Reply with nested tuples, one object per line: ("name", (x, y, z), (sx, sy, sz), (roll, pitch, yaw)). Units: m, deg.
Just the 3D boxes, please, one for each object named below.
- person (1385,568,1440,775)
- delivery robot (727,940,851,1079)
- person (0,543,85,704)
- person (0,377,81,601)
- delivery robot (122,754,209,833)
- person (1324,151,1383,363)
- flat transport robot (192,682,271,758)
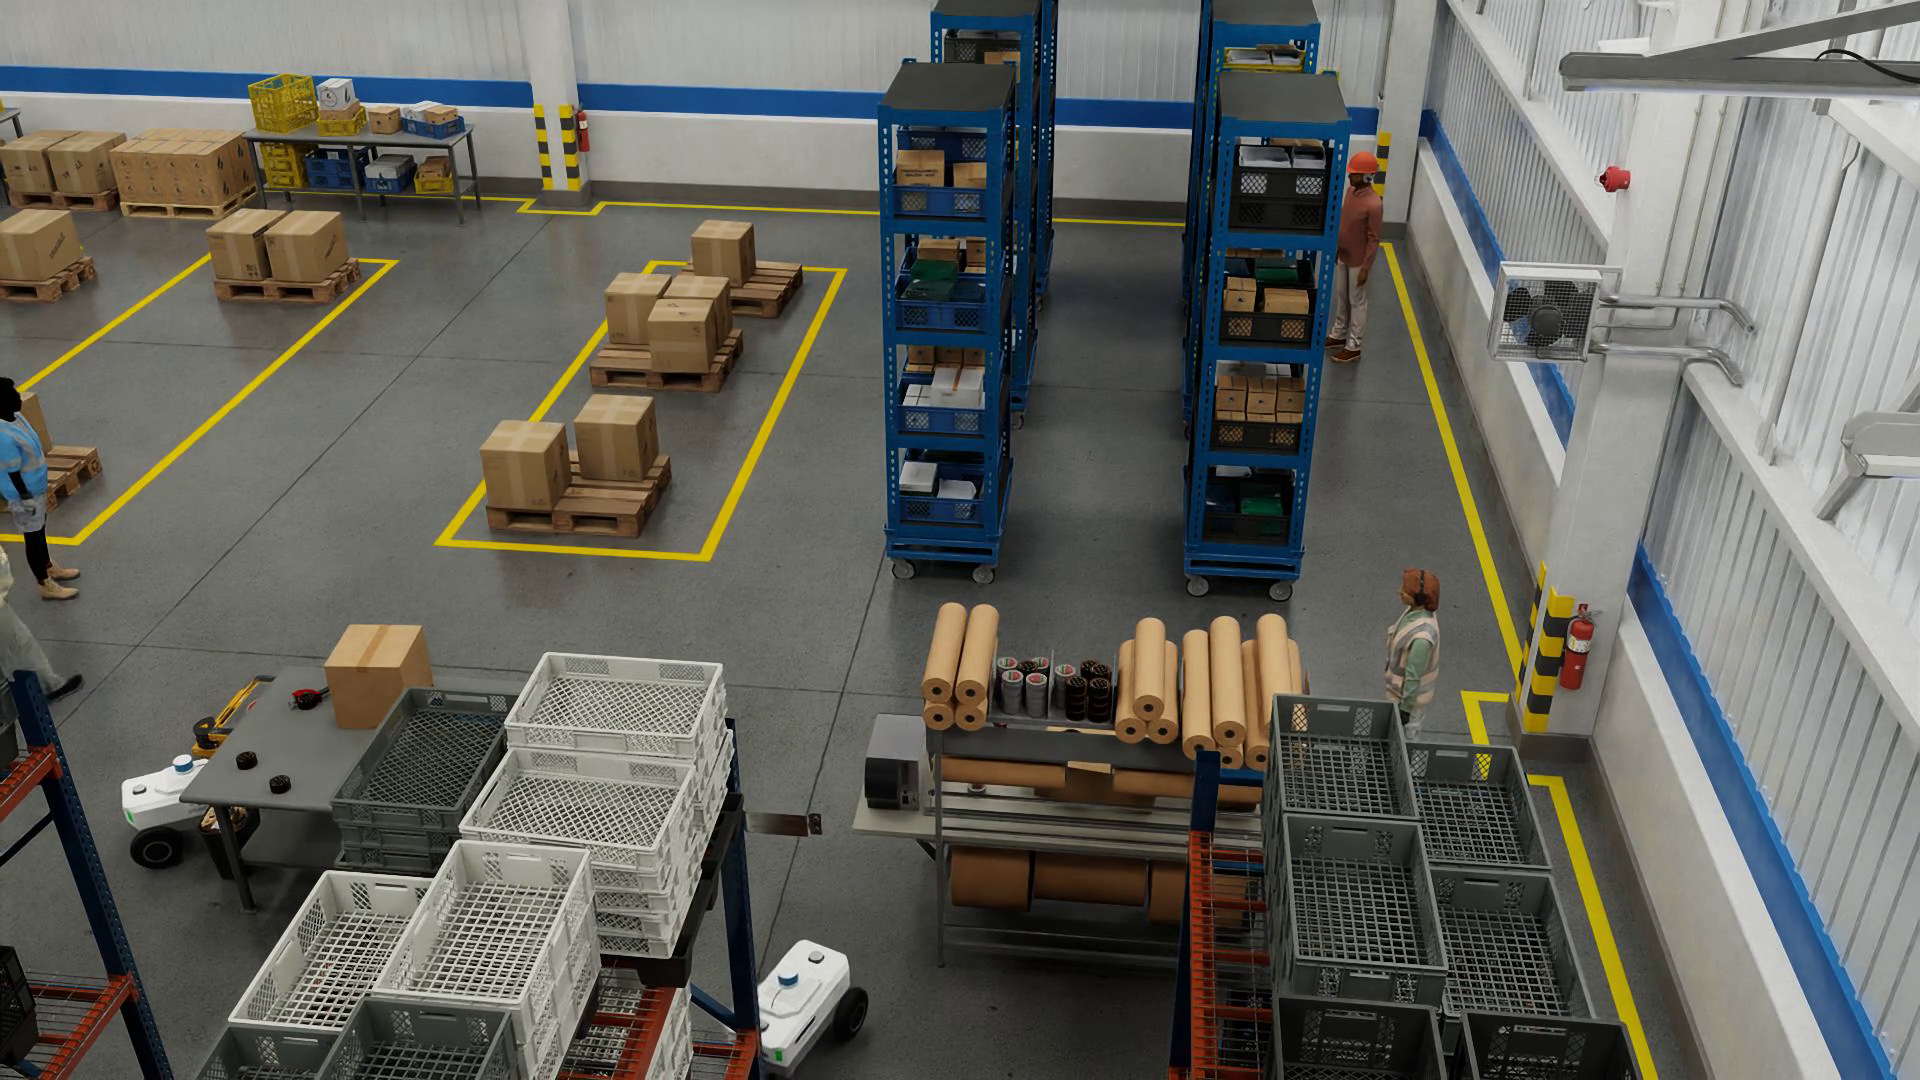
("person", (2.632, 0.889, 9.776), (0.312, 1.633, 0.519), (5, 31, 9))
("delivery robot", (-0.848, 2.324, 8.285), (0.477, 0.478, 0.707), (14, 33, 23))
("person", (-6.285, 0.372, 10.523), (0.634, 1.785, 0.910), (26, 39, 37))
("person", (-6.659, -0.376, 11.881), (0.321, 1.697, 0.530), (-10, 32, -17))
("delivery robot", (-4.497, 1.477, 9.739), (0.707, 0.478, 0.477), (-13, 33, -21))
("person", (3.659, -2.638, 15.477), (0.378, 1.995, 0.609), (-8, 31, -13))
("flat transport robot", (-4.089, 1.163, 10.648), (1.431, 0.197, 0.652), (3, 30, 6))
